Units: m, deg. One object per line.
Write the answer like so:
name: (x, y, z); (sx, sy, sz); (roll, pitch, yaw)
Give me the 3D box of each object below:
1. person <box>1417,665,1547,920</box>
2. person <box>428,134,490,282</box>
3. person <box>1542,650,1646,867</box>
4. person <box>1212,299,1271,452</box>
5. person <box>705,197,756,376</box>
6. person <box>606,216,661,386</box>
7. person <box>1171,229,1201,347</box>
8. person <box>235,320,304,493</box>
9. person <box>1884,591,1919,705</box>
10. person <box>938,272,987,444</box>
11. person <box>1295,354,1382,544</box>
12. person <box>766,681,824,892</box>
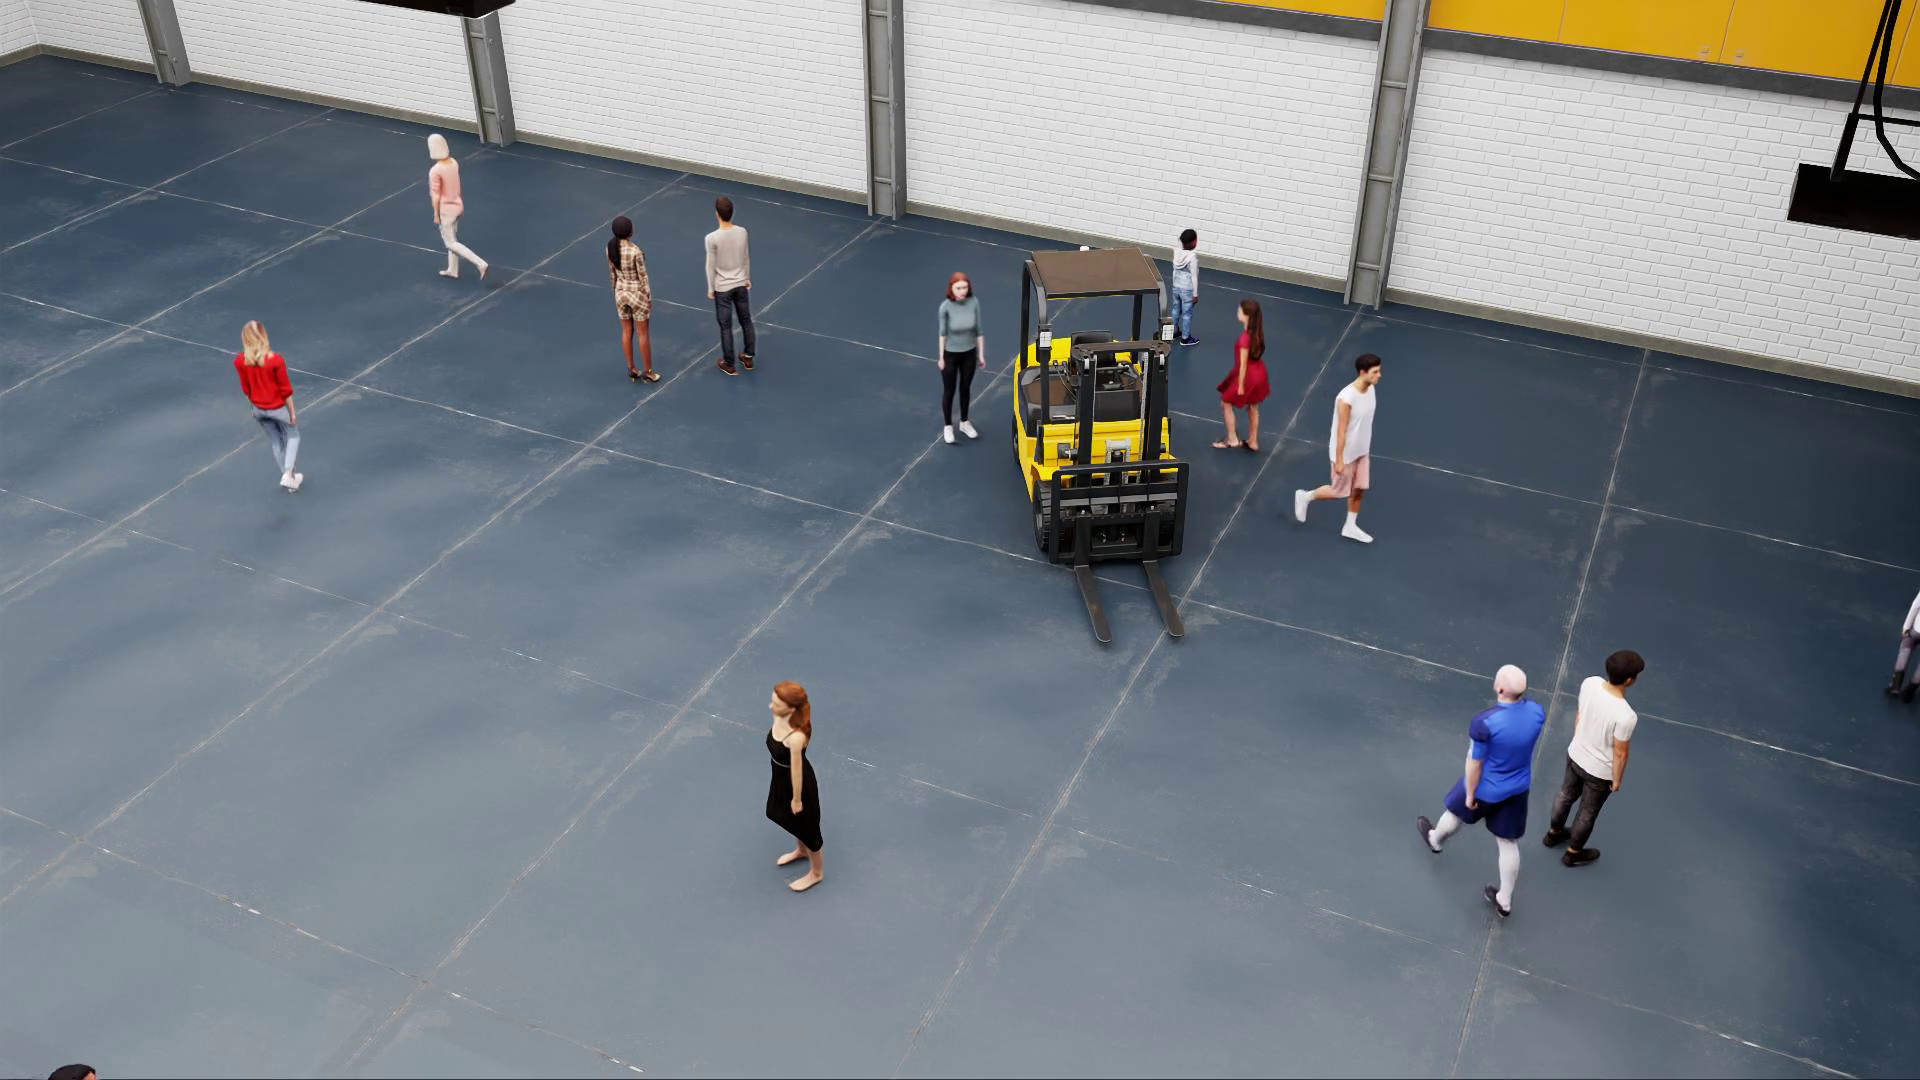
person: (3.451, 1.617, 10.568); (1.186, 1.791, 1.171); (-7, 34, -10)
person: (-5.648, -3.682, 18.613); (0.999, 1.709, 0.671); (10, 35, 15)
person: (4.163, 1.417, 10.932); (0.760, 1.721, 0.697); (-12, 35, -17)
person: (2.749, -1.508, 15.498); (0.688, 1.538, 0.613); (21, 39, 29)
person: (-2.317, -2.556, 16.780); (0.725, 1.864, 0.724); (-23, 40, -31)
person: (-3.271, -2.385, 16.586); (0.472, 1.795, 0.628); (14, 36, 20)
person: (2.362, -2.668, 17.493); (0.623, 1.261, 0.544); (-21, 39, -29)
person: (-6.134, -1.124, 14.779); (0.805, 1.694, 0.850); (-1, 34, -2)
person: (7.225, 0.708, 12.405); (0.497, 1.272, 0.588); (20, 39, 27)
person: (0.001, -1.727, 15.646); (0.659, 1.740, 0.719); (-12, 35, -17)
person: (3.267, -0.800, 14.226); (0.876, 1.767, 1.081); (-28, 43, -35)
person: (-1.062, 1.568, 10.793); (0.727, 1.623, 0.660); (-15, 36, -21)
